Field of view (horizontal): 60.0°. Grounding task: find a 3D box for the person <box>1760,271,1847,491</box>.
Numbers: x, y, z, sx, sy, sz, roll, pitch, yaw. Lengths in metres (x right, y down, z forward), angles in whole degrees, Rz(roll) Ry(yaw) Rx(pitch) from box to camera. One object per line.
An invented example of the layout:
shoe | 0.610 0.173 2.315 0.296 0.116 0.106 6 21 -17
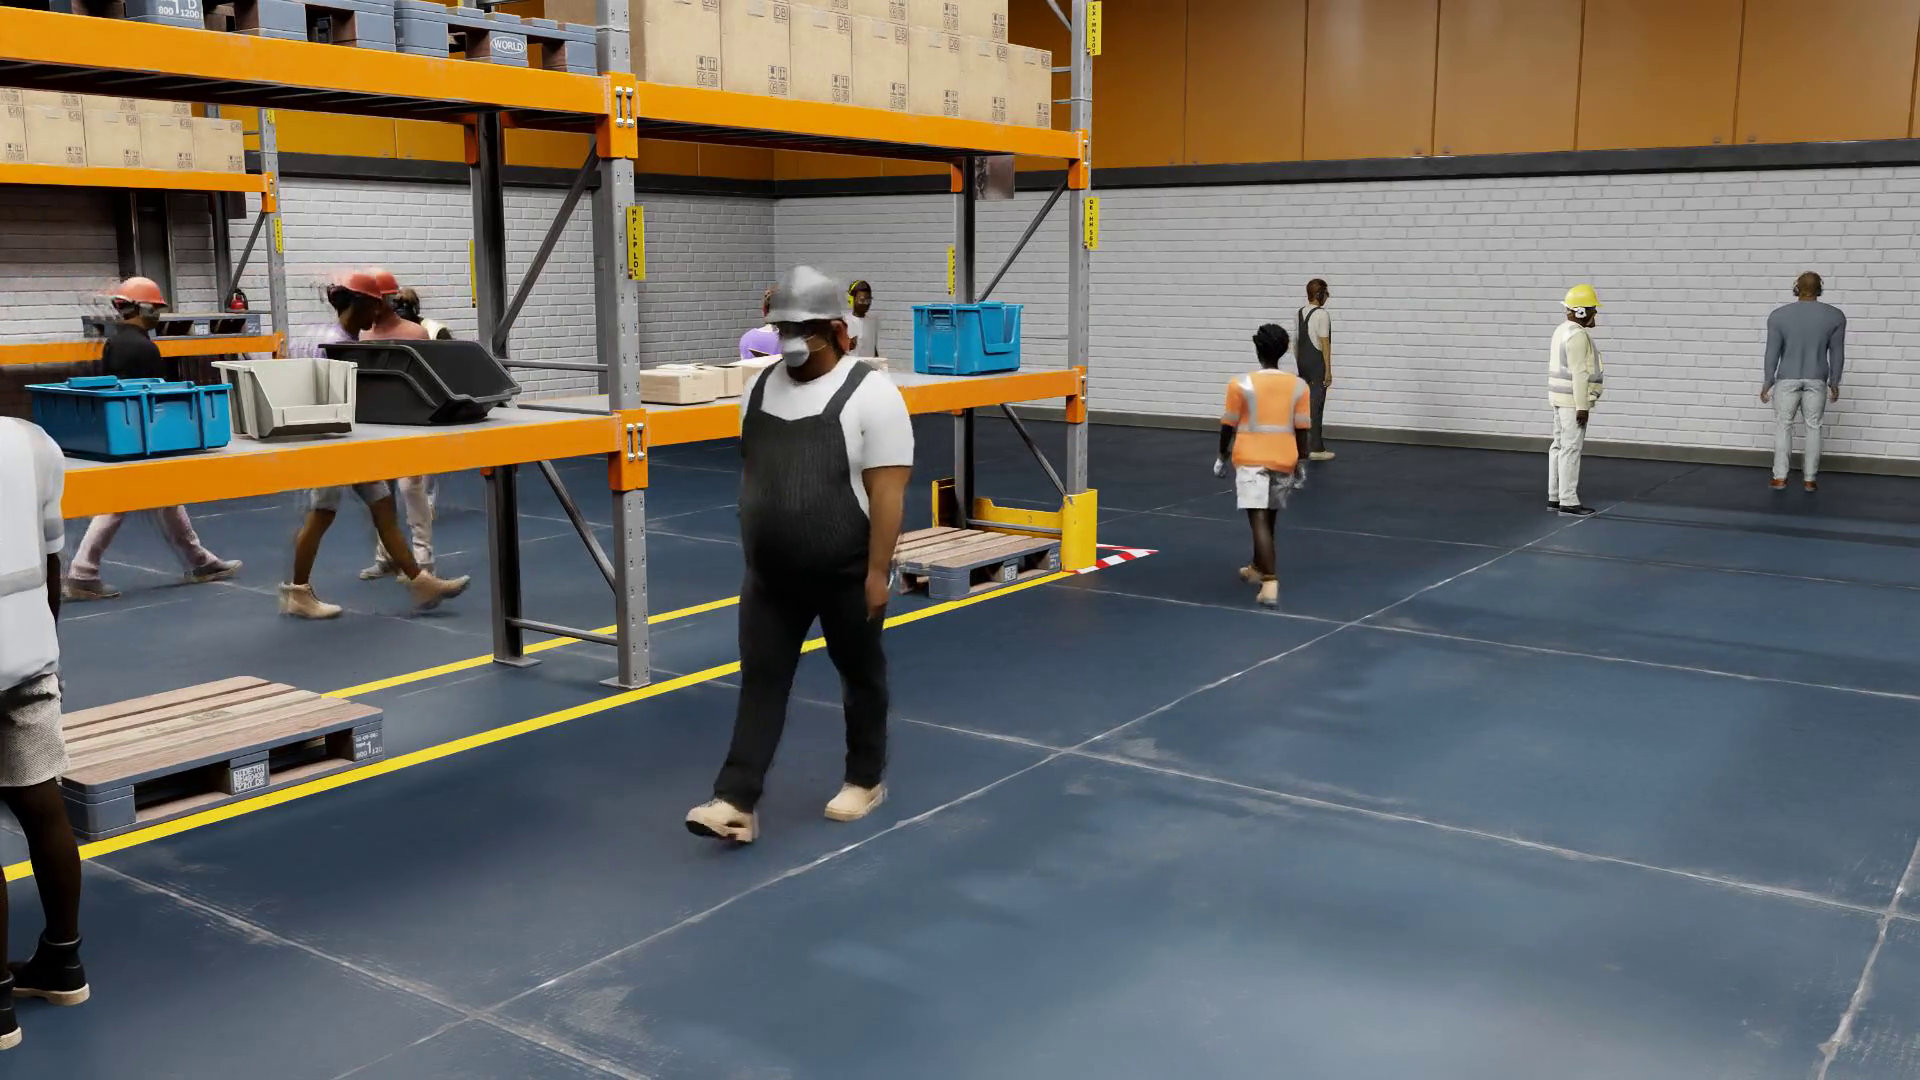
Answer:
person | 7.404 -1.383 14.611 0.667 1.933 0.486 3 10 18

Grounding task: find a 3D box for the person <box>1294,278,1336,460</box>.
person | 3.612 -1.738 16.972 0.346 1.846 0.505 -5 11 -28

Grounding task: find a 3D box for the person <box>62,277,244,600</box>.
person | -4.995 -0.622 10.104 1.082 1.934 0.634 -9 13 -42

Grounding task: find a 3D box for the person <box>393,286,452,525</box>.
person | -4.189 -0.998 12.619 0.661 1.824 0.595 1 10 7

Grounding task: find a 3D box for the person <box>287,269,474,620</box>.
person | -3.339 -0.521 9.350 1.063 1.958 0.649 -1 10 -5

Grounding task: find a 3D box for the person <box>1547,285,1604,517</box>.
person | 4.894 -1.105 13.236 0.403 1.834 0.588 1 10 4

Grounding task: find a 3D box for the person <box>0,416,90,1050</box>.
person | -2.556 0.335 4.285 0.375 1.959 0.600 2 10 13

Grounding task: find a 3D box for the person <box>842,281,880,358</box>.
person | -0.878 -1.391 14.896 0.554 1.840 0.578 -8 12 -38

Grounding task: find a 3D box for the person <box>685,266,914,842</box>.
person | -0.559 0.050 5.742 0.702 2.000 0.957 4 11 25

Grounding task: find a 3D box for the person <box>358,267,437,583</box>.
person | -3.626 -0.728 10.559 0.648 1.982 0.414 4 10 21

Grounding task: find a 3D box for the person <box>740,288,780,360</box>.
person | -1.267 -0.833 11.580 0.564 1.846 0.390 4 11 25

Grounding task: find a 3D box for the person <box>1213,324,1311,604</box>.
person | 1.819 -0.466 9.963 0.531 1.649 0.874 -2 10 -14
